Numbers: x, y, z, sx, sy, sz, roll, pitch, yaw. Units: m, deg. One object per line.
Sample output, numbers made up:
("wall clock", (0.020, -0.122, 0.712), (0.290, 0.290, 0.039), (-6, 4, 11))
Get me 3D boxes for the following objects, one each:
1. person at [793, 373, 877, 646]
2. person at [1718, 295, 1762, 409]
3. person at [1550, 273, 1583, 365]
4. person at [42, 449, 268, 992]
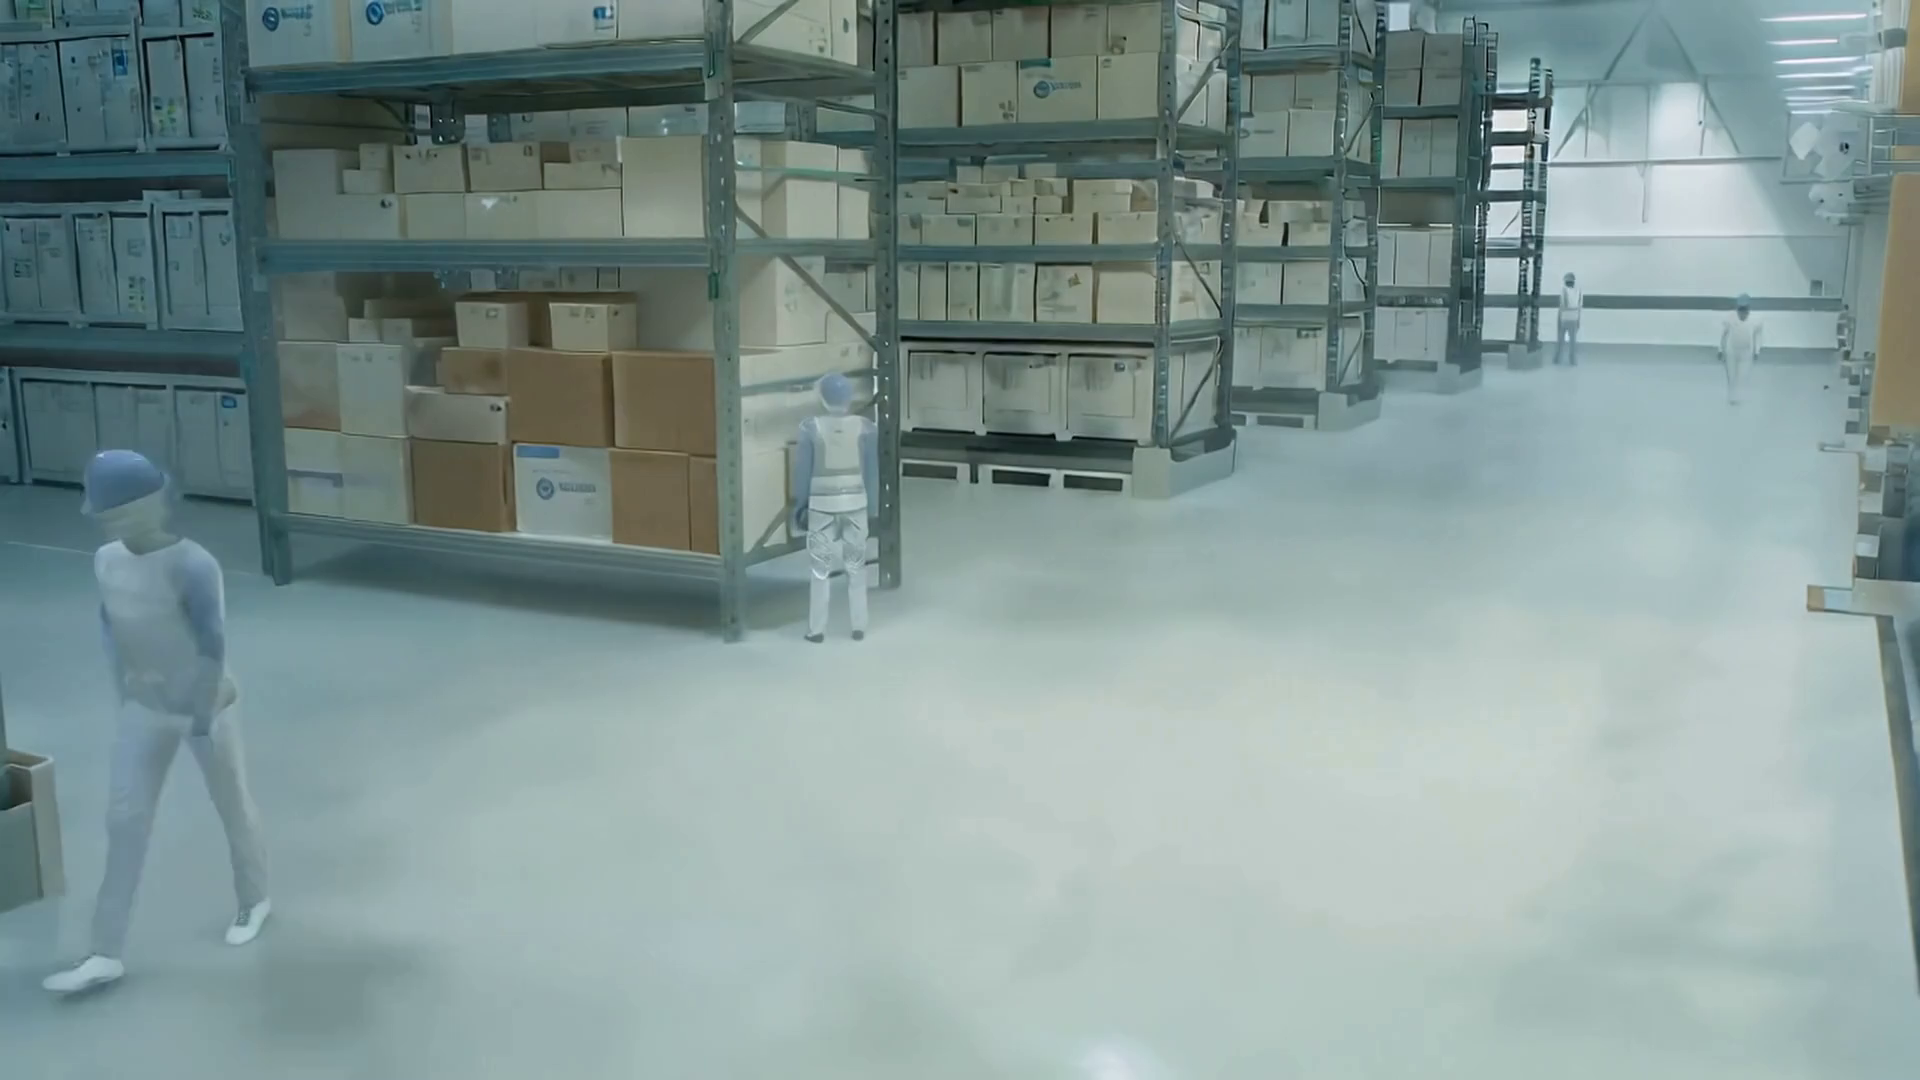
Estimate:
("person", (-0.735, -0.178, 9.894), (0.518, 1.631, 0.318), (-4, 11, -21))
("person", (11.710, -2.824, 24.994), (0.590, 1.697, 0.911), (4, 11, 22))
("person", (12.694, -4.612, 34.765), (0.563, 1.904, 0.827), (0, 10, -3))
("person", (-2.560, 0.565, 5.312), (0.555, 1.706, 0.896), (3, 10, 15))
